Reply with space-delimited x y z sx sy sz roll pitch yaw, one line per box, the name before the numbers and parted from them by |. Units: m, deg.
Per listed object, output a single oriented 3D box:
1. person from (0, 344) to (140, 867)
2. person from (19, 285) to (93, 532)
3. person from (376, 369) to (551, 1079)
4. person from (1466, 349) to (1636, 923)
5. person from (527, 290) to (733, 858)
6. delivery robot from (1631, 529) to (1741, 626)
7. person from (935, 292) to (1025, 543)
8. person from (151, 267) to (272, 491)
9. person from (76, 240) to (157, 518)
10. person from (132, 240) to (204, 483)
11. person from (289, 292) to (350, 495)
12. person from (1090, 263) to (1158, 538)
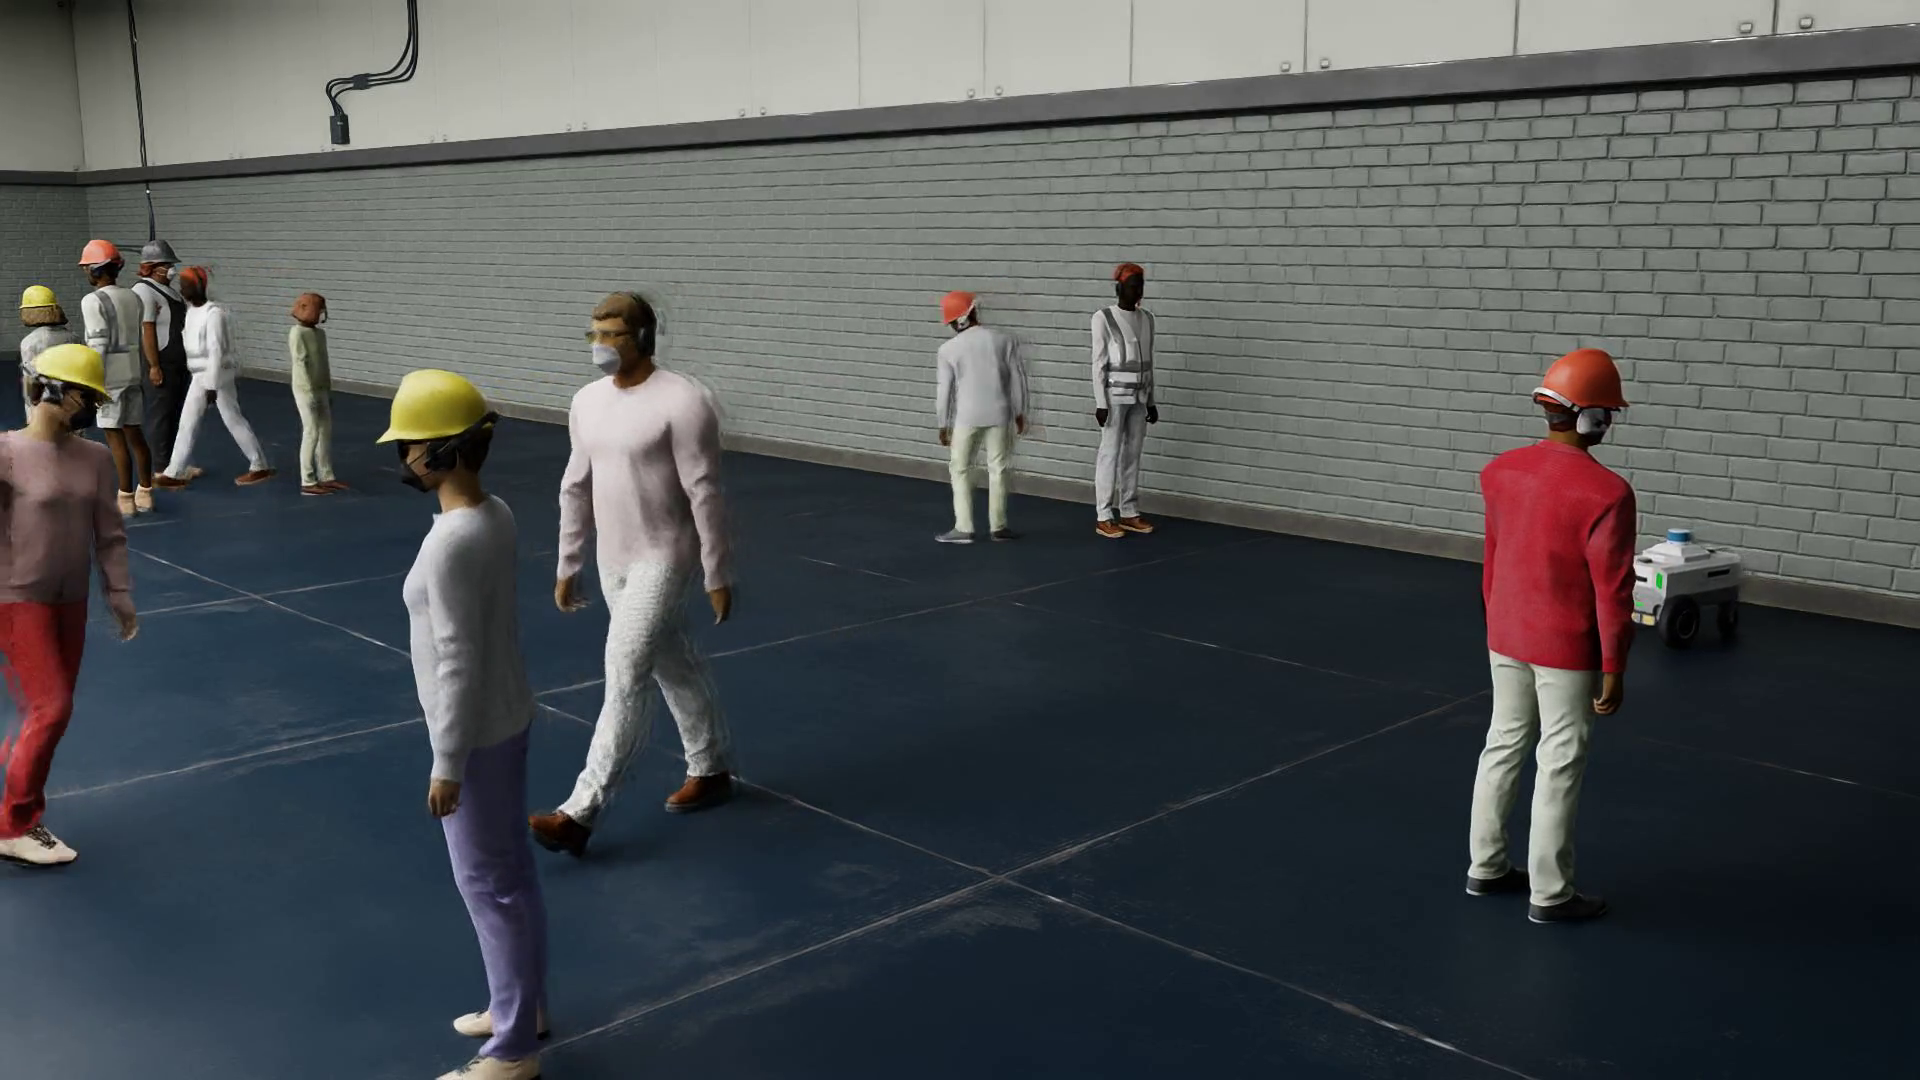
person | -3.053 0.219 5.539 0.449 1.715 0.605 3 11 16
person | -6.267 -0.882 11.495 0.320 1.737 0.483 3 11 17
person | -1.206 0.469 4.046 0.331 1.765 0.533 -1 10 -3
person | 1.814 0.295 5.053 0.342 1.746 0.568 -5 12 -26
person | -1.151 0.104 5.685 0.654 1.884 1.033 8 13 38
delivery robot | 3.712 0.186 8.630 0.707 0.478 0.477 -6 12 -31
person | 0.150 -0.826 11.288 0.642 1.702 0.329 -3 11 -13
person | -6.156 -1.311 13.600 0.586 1.825 1.017 9 14 40
person | -6.249 -1.178 12.260 0.381 2.041 0.616 1 10 6
person | -6.685 -1.514 14.098 0.536 2.000 0.676 -2 11 -9
person | -5.202 -1.176 13.399 0.305 1.622 0.502 1 10 8
person | 1.149 -0.965 11.539 0.576 1.883 0.355 -9 14 -40
